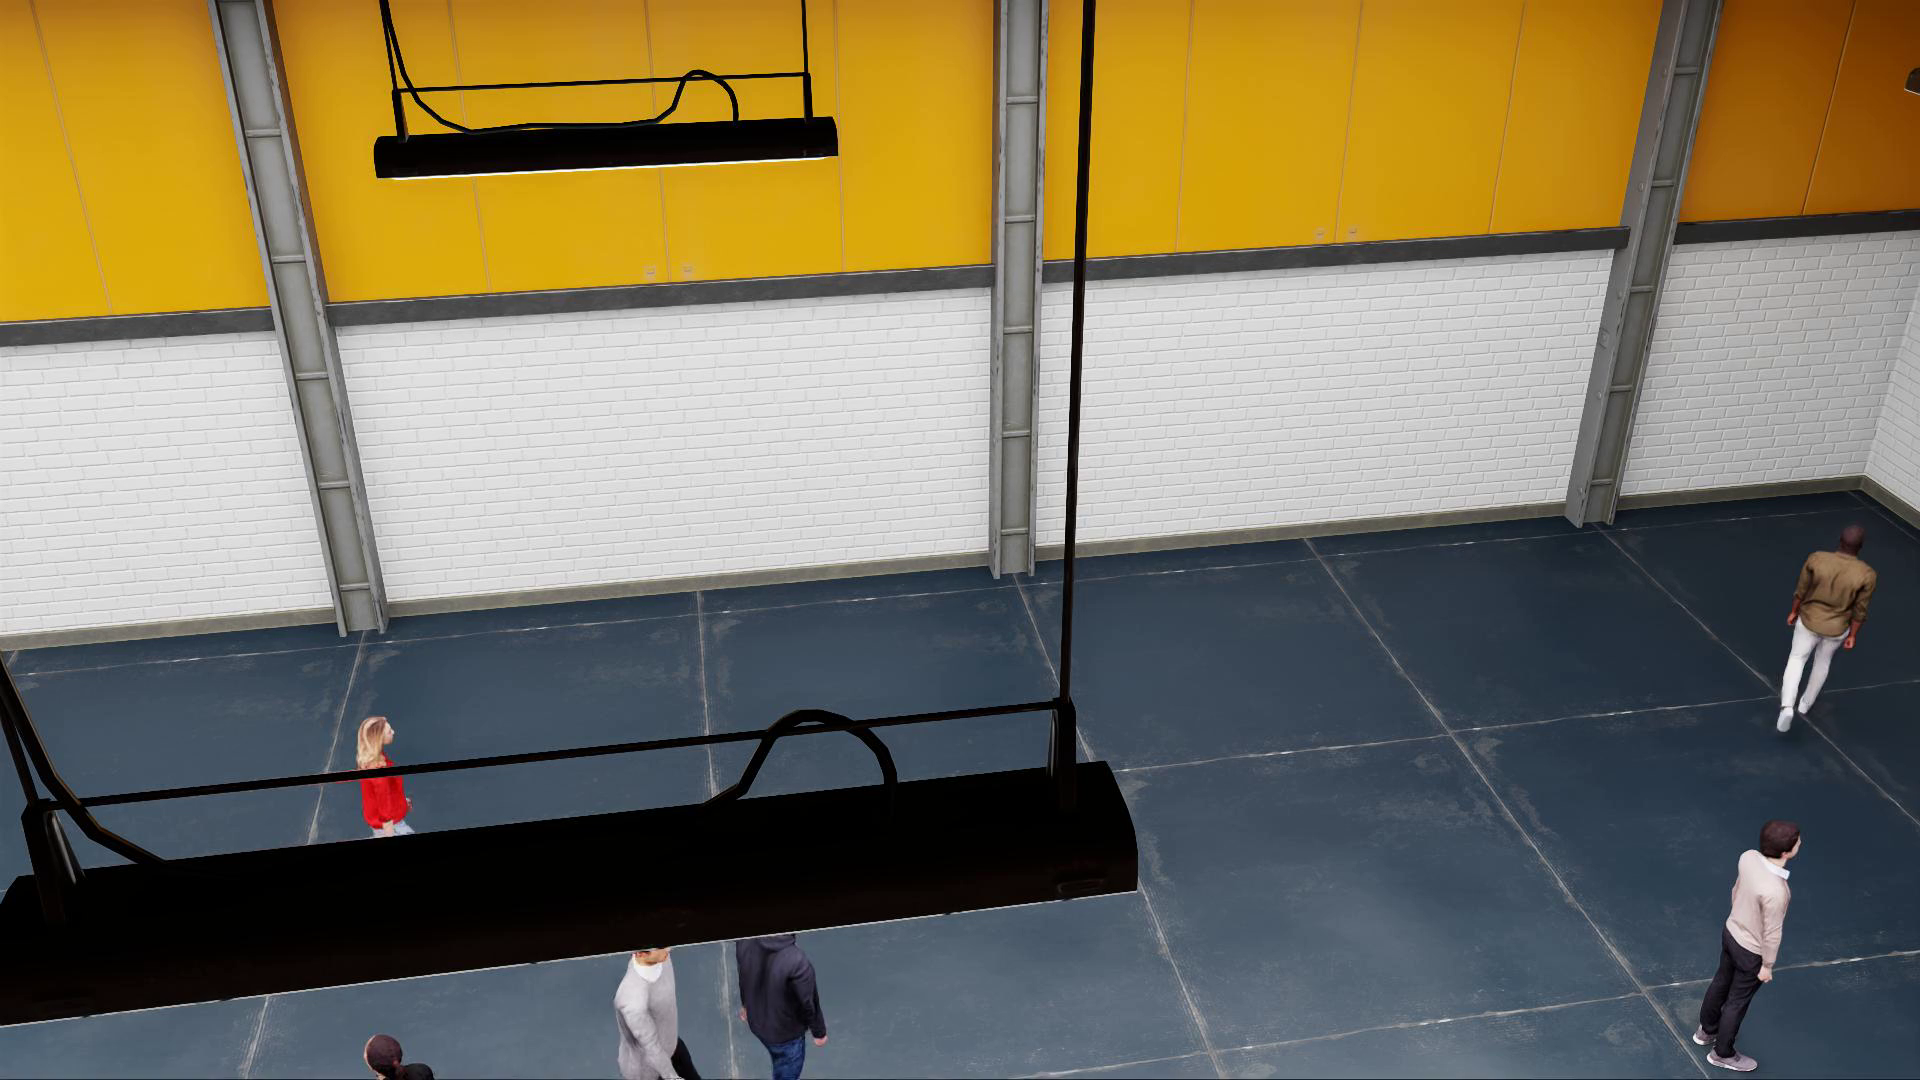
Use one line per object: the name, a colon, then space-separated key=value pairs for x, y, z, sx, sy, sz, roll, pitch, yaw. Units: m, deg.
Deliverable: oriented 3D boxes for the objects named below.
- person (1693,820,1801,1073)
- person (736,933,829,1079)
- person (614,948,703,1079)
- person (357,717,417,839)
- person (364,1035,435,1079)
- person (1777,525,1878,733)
person: x=4.829 y=2.455 z=10.169 sx=0.597 sy=1.809 sz=0.657 roll=0 pitch=29 yaw=-1
person: x=-1.095 y=2.795 z=9.477 sx=0.834 sy=1.874 sz=0.882 roll=22 pitch=36 yaw=35
person: x=-1.821 y=2.859 z=9.327 sx=1.015 sy=1.905 sz=0.904 roll=5 pitch=29 yaw=9
person: x=-3.939 y=1.934 z=11.246 sx=0.882 sy=1.691 sz=0.793 roll=-19 pitch=34 yaw=-30
person: x=-2.878 y=3.310 z=8.779 sx=1.048 sy=1.638 sz=0.985 roll=19 pitch=34 yaw=31
person: x=6.909 y=0.719 z=13.360 sx=1.107 sy=1.801 sz=1.134 roll=16 pitch=32 yaw=27
